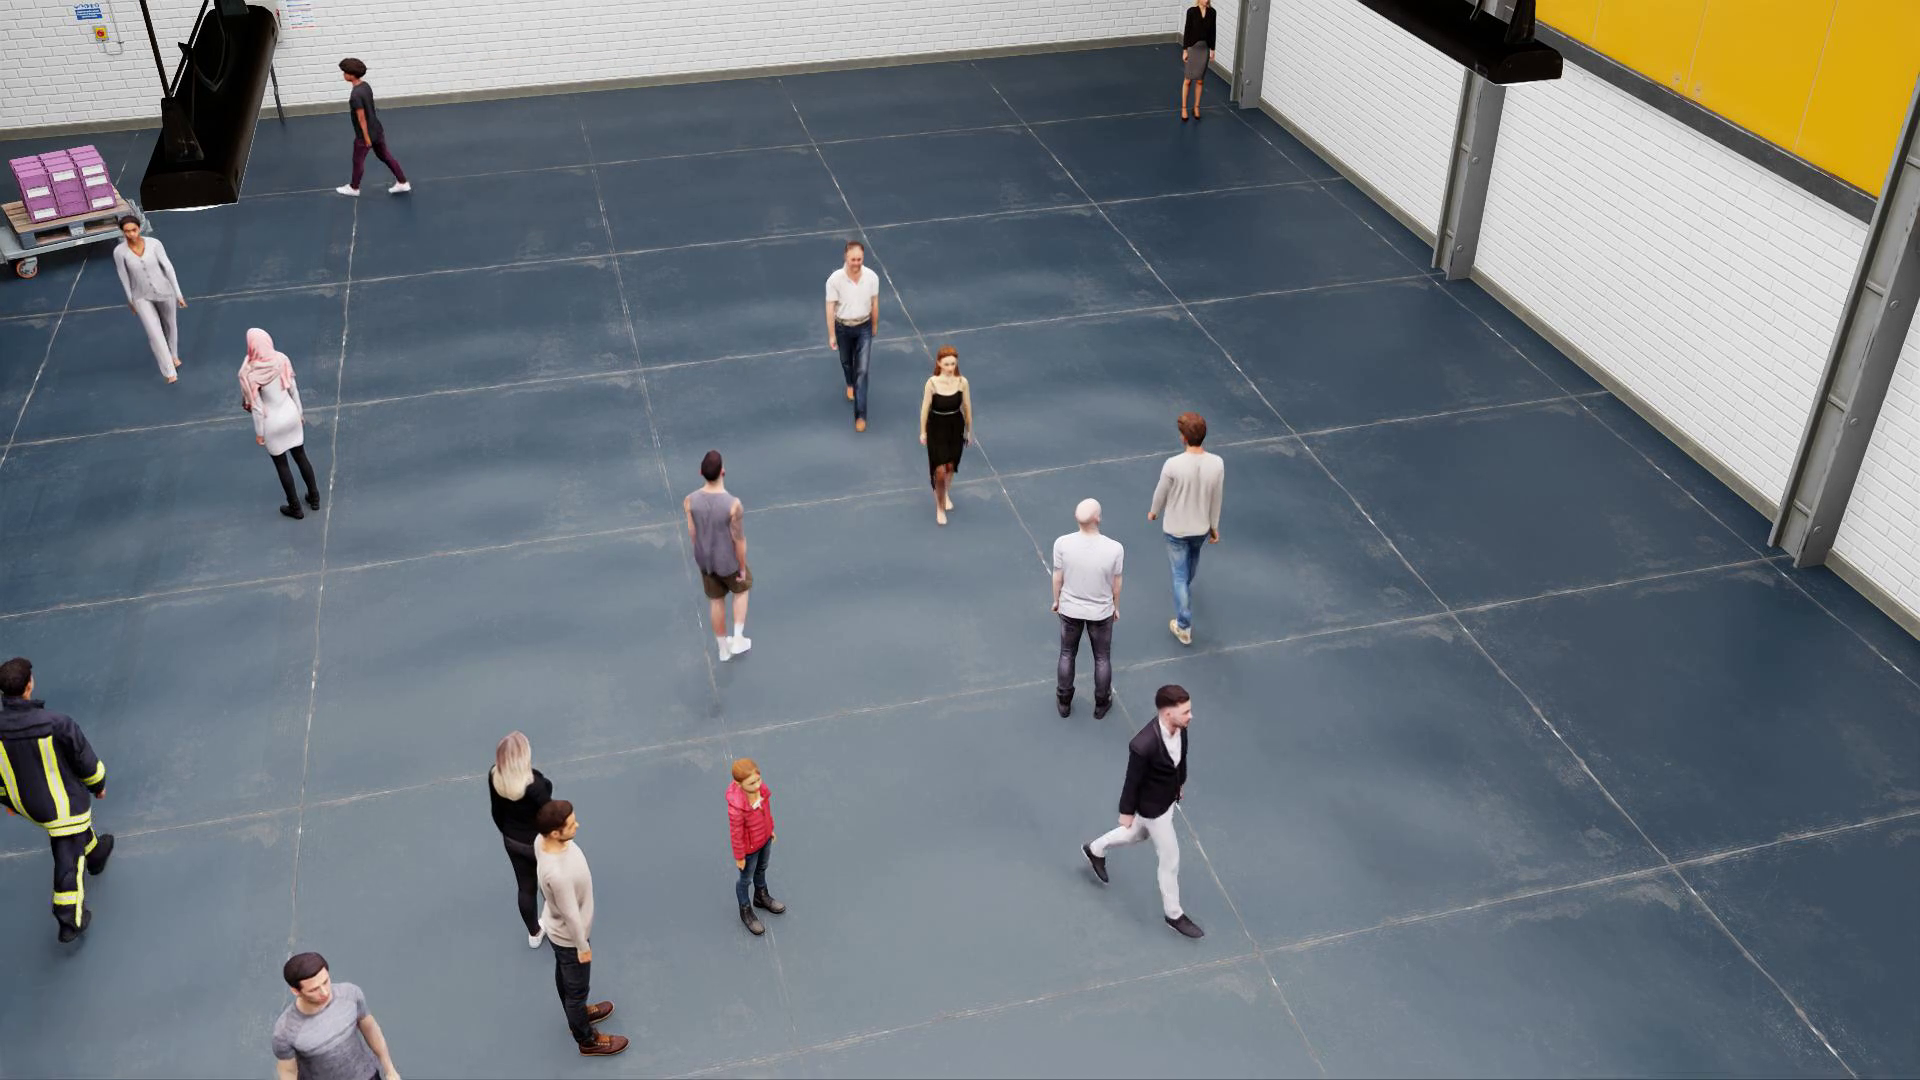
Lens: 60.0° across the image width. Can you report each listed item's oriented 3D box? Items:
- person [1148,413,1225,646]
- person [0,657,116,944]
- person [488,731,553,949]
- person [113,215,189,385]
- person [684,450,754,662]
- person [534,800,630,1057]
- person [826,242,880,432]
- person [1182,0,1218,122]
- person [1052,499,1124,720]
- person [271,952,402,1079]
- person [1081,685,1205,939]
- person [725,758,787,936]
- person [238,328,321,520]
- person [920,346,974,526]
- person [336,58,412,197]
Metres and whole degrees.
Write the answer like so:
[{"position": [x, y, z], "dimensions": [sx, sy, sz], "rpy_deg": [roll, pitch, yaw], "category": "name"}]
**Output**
[{"position": [1.783, -0.034, 12.893], "dimensions": [0.672, 1.846, 1.134], "rpy_deg": [-6, 34, -9], "category": "person"}, {"position": [-5.676, 1.645, 10.339], "dimensions": [0.979, 1.876, 1.301], "rpy_deg": [-1, 34, -2], "category": "person"}, {"position": [-2.631, 1.861, 10.187], "dimensions": [0.691, 1.685, 0.731], "rpy_deg": [14, 36, 19], "category": "person"}, {"position": [-8.106, -2.466, 16.691], "dimensions": [0.893, 1.692, 1.191], "rpy_deg": [-20, 39, -28], "category": "person"}, {"position": [-1.853, 0.185, 12.641], "dimensions": [0.717, 1.828, 0.737], "rpy_deg": [4, 34, 6], "category": "person"}, {"position": [-2.239, 2.209, 9.503], "dimensions": [0.748, 1.862, 0.560], "rpy_deg": [-14, 36, -20], "category": "person"}, {"position": [-1.039, -2.055, 15.983], "dimensions": [0.860, 1.791, 1.334], "rpy_deg": [-2, 34, -3], "category": "person"}, {"position": [3.267, -6.698, 22.924], "dimensions": [0.628, 1.840, 0.567], "rpy_deg": [-5, 34, -7], "category": "person"}, {"position": [0.913, 0.504, 12.096], "dimensions": [0.738, 1.831, 0.727], "rpy_deg": [5, 34, 7], "category": "person"}, {"position": [-3.284, 2.774, 8.655], "dimensions": [0.883, 1.861, 0.834], "rpy_deg": [26, 41, 33], "category": "person"}, {"position": [1.145, 1.608, 10.465], "dimensions": [1.319, 1.800, 1.155], "rpy_deg": [25, 41, 32], "category": "person"}, {"position": [-1.313, 1.892, 10.473], "dimensions": [0.653, 1.318, 0.598], "rpy_deg": [20, 38, 27], "category": "person"}, {"position": [-5.899, -1.015, 14.407], "dimensions": [0.774, 1.803, 0.739], "rpy_deg": [24, 40, 31], "category": "person"}, {"position": [-0.144, -0.988, 14.541], "dimensions": [0.595, 1.611, 0.711], "rpy_deg": [-9, 35, -13], "category": "person"}, {"position": [-7.253, -5.081, 20.579], "dimensions": [0.896, 1.743, 1.116], "rpy_deg": [1, 34, 1], "category": "person"}]
